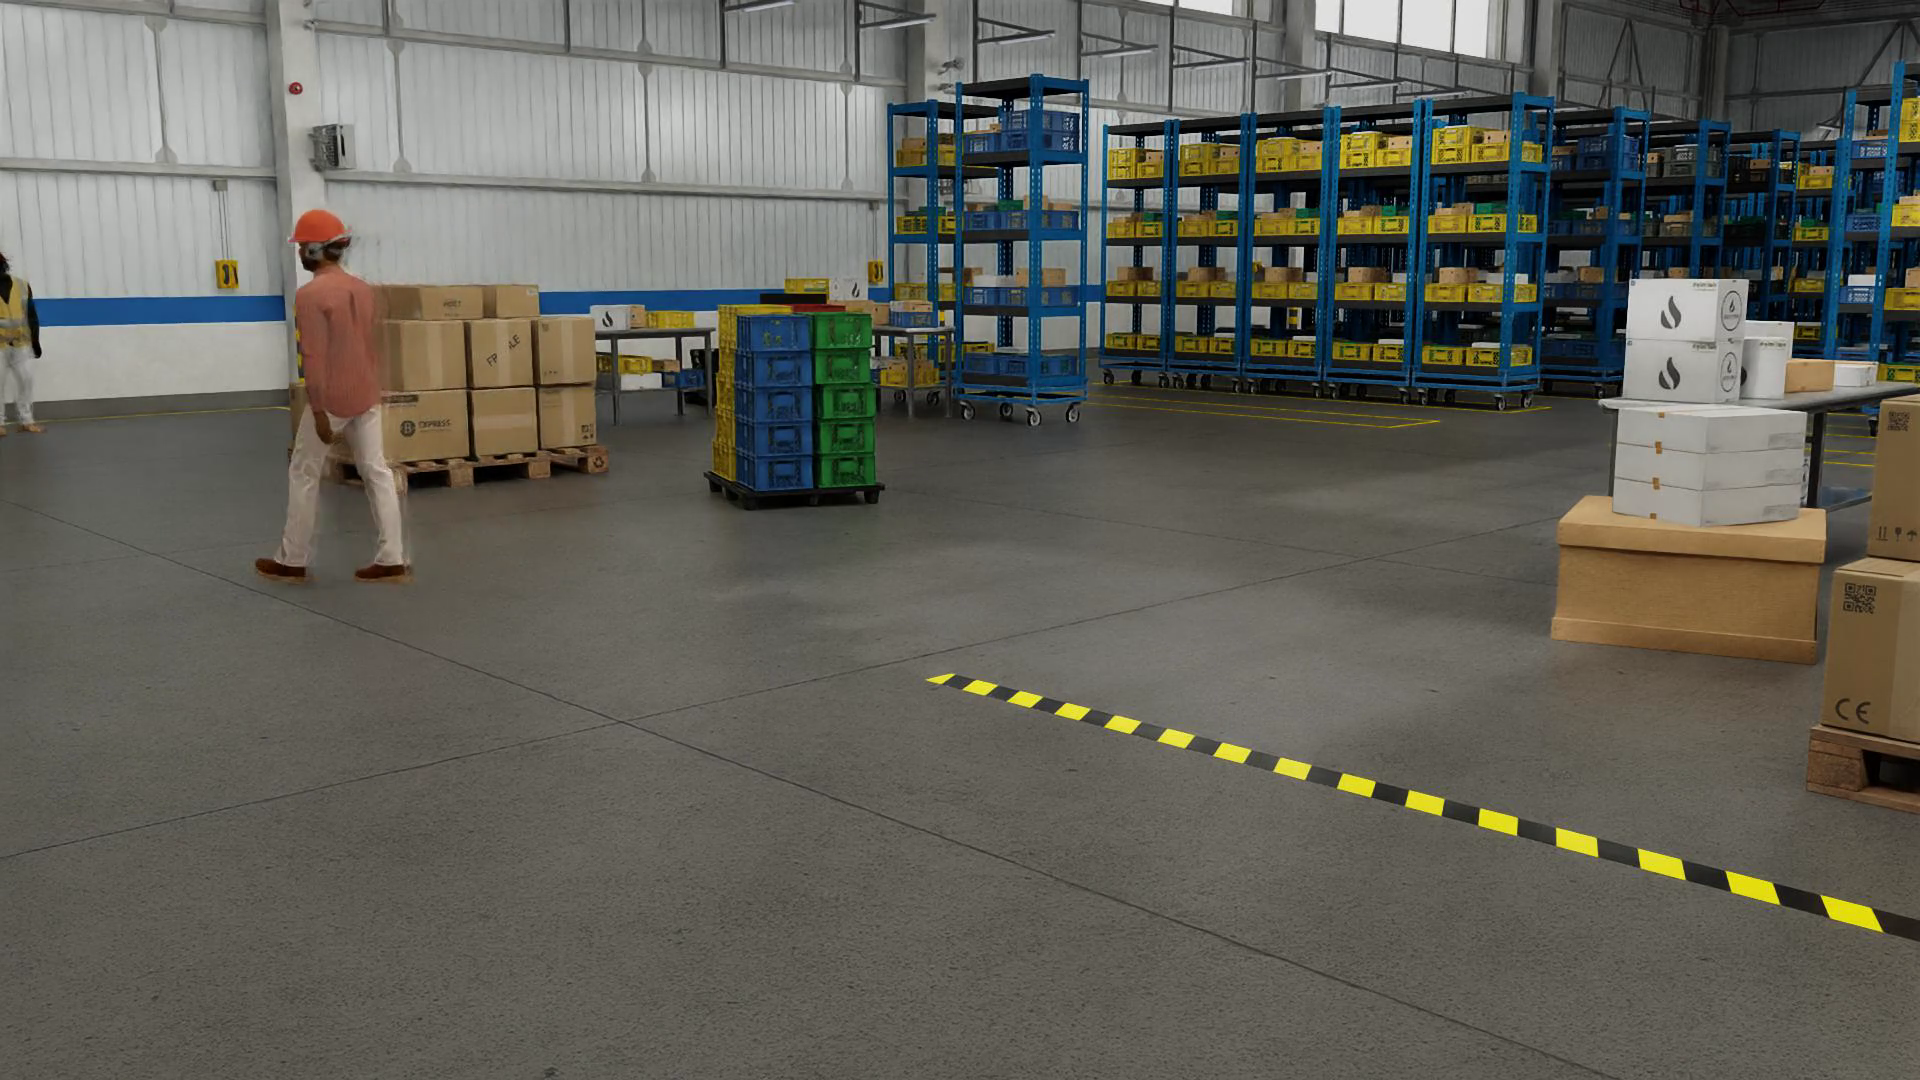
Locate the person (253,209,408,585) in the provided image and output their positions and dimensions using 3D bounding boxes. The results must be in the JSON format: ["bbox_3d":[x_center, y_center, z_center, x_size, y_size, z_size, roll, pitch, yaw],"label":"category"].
[{"bbox_3d":[-3.349,-0.736,8.763,0.925,1.960,0.608,3,10,19],"label":"person"}]

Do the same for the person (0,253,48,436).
[{"bbox_3d":[-9.405,-1.929,16.390,0.437,1.826,0.649,8,13,41],"label":"person"}]
